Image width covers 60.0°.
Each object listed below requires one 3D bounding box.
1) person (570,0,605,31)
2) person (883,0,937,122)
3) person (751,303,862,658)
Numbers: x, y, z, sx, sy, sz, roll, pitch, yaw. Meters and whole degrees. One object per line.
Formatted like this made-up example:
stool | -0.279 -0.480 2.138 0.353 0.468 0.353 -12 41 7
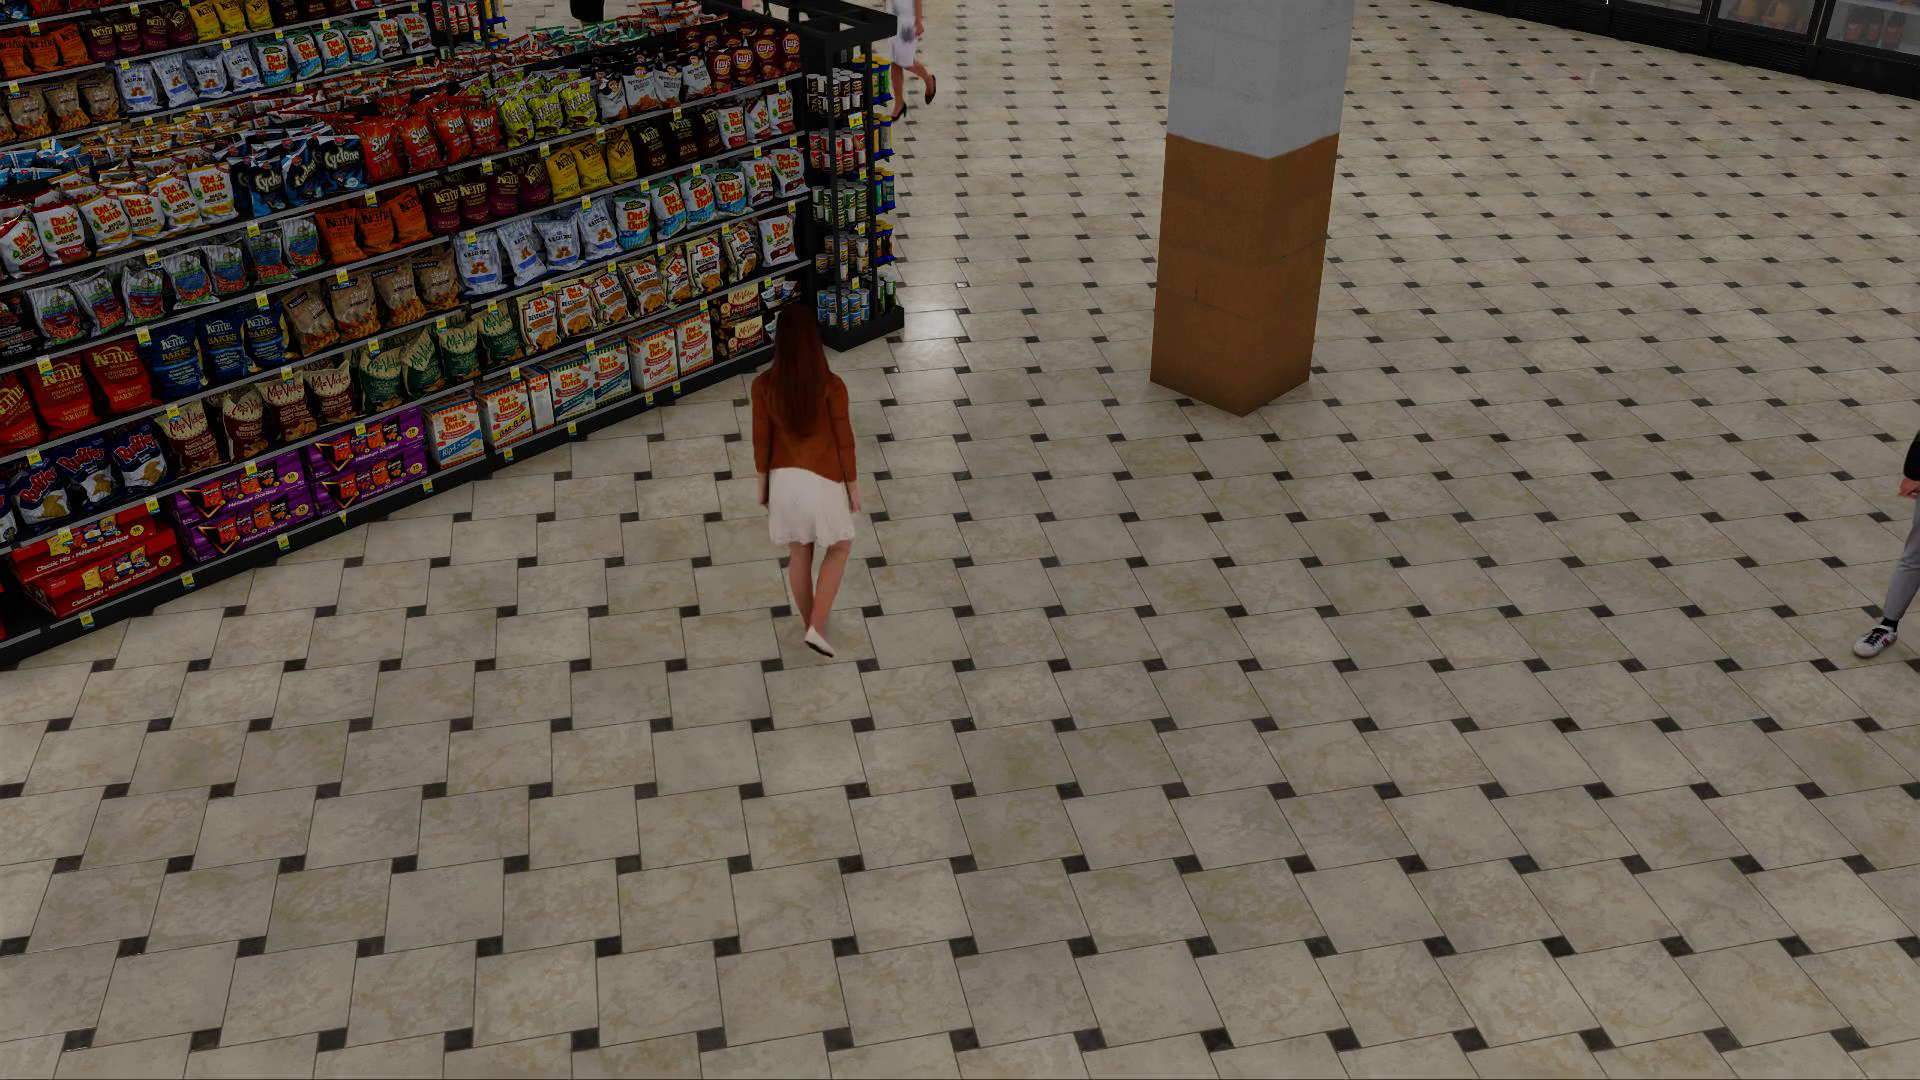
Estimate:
person | -3.439 -5.128 15.280 0.629 1.671 0.710 -25 40 -34
person | -0.439 -4.437 14.108 0.576 1.736 0.774 26 40 35
person | -0.681 -0.192 7.308 0.837 1.713 0.922 6 32 10
